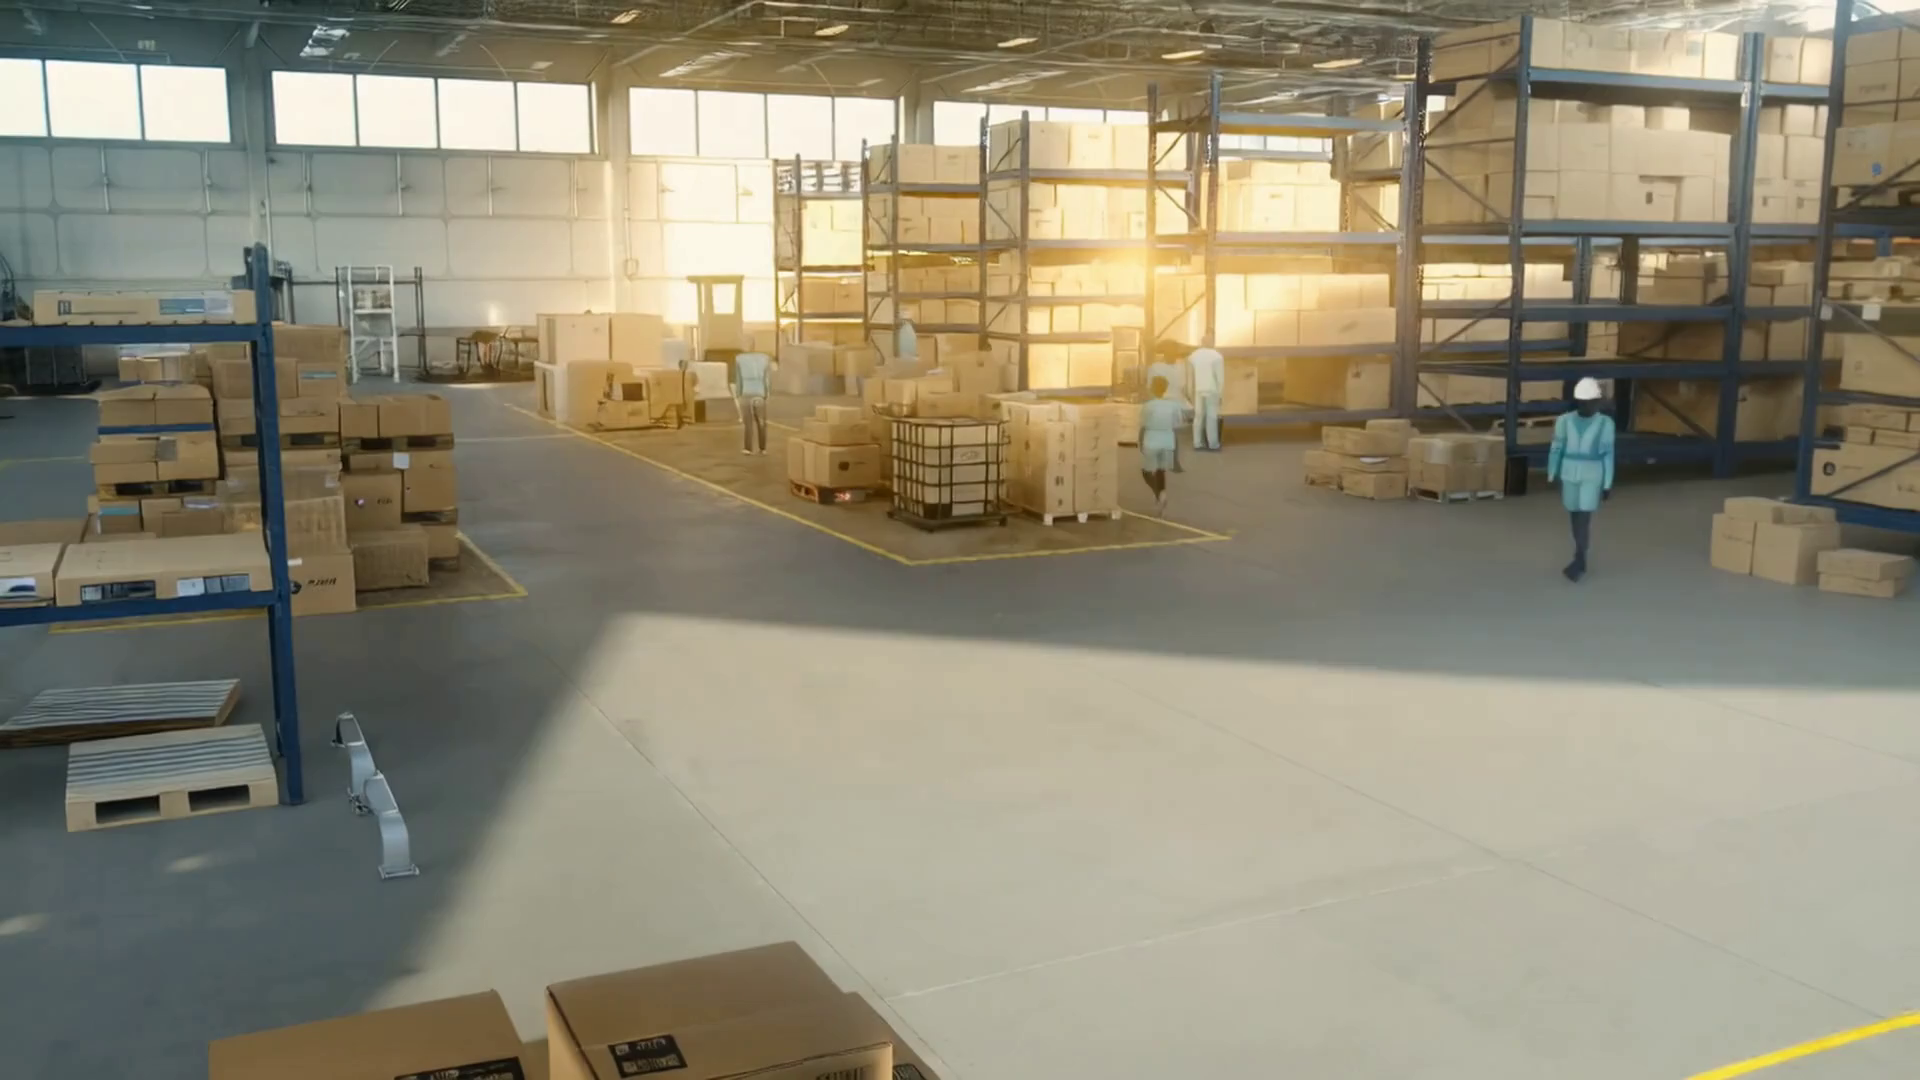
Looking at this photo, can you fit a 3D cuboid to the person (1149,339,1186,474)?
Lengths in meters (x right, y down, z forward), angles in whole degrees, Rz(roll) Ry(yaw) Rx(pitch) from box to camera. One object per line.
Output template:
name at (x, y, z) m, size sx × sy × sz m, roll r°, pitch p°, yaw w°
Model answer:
person at (2.975, -1.949, 24.114) m, size 0.611 × 1.942 × 0.890 m, roll -4°, pitch 10°, yaw -22°

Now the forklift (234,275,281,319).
forklift at (-15.632, -4.532, 37.205) m, size 1.129 × 2.768 × 1.873 m, roll -4°, pitch 10°, yaw -25°

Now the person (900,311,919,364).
person at (-1.168, -4.301, 38.538) m, size 0.435 × 1.982 × 0.642 m, roll -5°, pitch 10°, yaw -27°

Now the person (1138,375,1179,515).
person at (2.363, -1.098, 19.616) m, size 0.538 × 1.681 × 0.562 m, roll -4°, pitch 10°, yaw -23°

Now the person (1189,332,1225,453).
person at (3.970, -2.373, 26.727) m, size 0.631 × 1.936 × 0.362 m, roll 8°, pitch 12°, yaw 40°

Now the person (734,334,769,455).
person at (-3.285, -2.293, 26.311) m, size 0.587 × 1.913 × 0.391 m, roll -6°, pitch 11°, yaw -35°

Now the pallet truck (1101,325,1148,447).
pallet truck at (2.881, -2.596, 27.923) m, size 0.823 × 1.965 × 1.885 m, roll -1°, pitch 9°, yaw -7°

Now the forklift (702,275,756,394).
forklift at (-5.553, -4.857, 39.221) m, size 1.129 × 2.768 × 1.873 m, roll -4°, pitch 10°, yaw -25°

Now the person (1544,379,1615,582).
person at (5.846, -0.570, 15.700) m, size 0.557 × 1.884 × 0.980 m, roll 7°, pitch 12°, yaw 38°
